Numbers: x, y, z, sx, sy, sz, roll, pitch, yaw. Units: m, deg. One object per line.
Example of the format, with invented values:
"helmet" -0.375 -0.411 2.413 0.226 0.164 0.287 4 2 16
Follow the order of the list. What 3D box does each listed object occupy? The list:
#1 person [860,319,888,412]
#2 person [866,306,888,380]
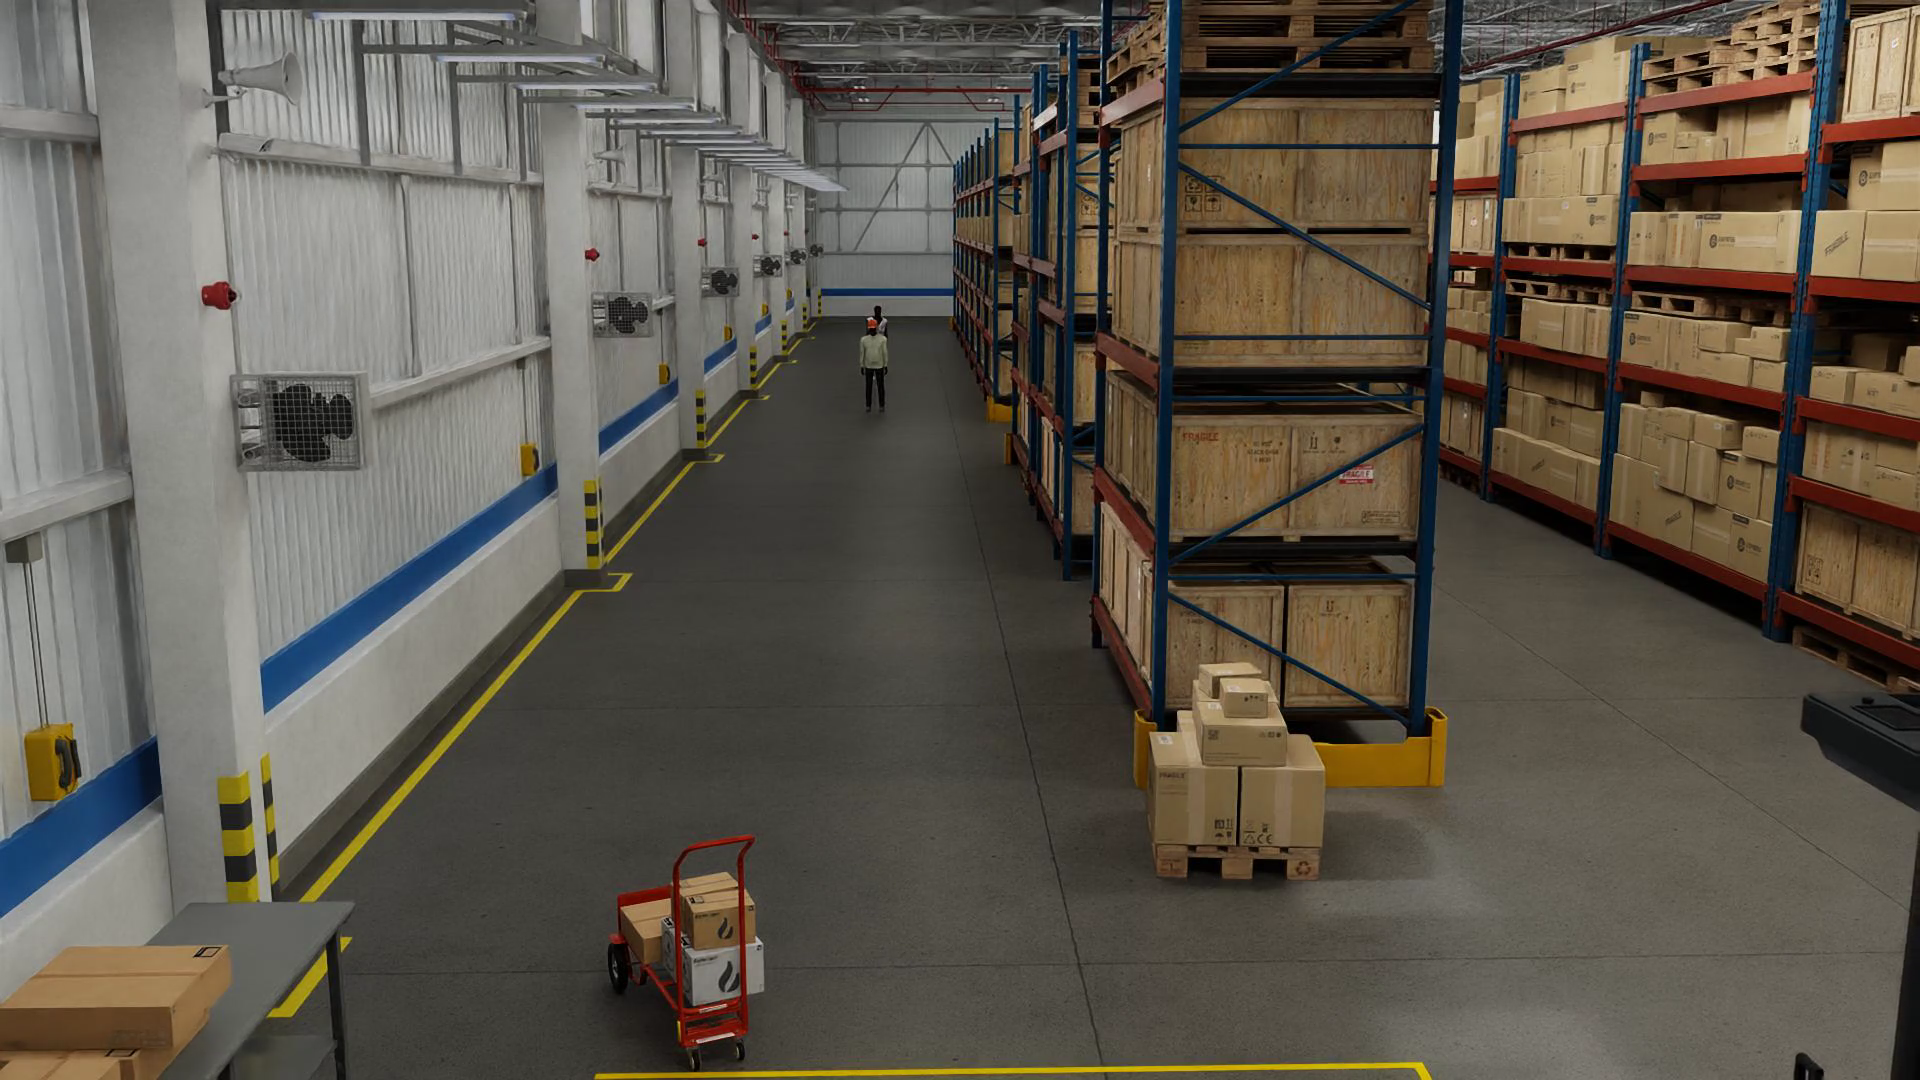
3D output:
"person" -1.840 -3.726 35.579 0.618 1.989 0.401 0 11 2
"person" -2.140 -5.081 42.836 0.595 1.908 0.406 -5 12 -23
